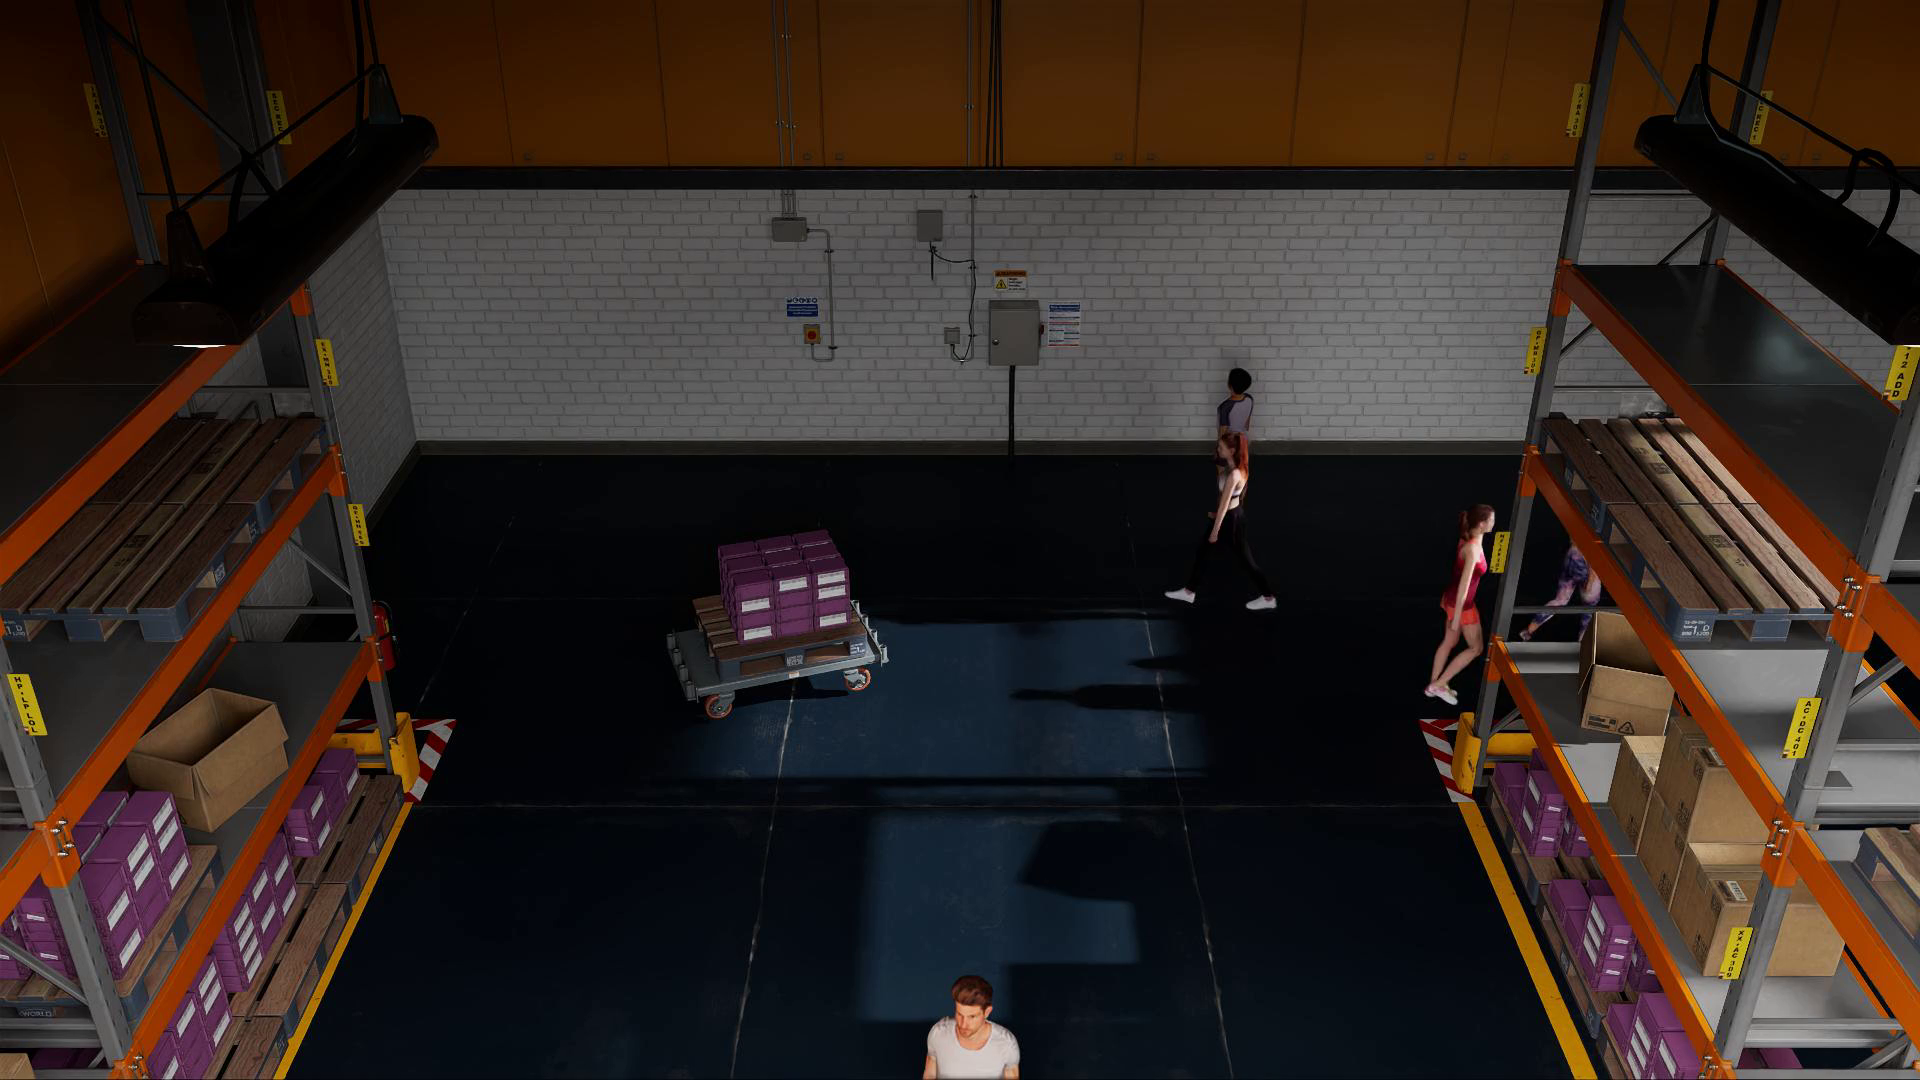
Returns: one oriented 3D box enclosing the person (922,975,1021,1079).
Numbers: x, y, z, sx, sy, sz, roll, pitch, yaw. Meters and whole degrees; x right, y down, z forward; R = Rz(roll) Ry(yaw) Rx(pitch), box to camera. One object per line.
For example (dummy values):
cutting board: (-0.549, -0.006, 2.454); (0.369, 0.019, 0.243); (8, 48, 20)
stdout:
person: (0.054, 2.949, 8.455); (0.702, 1.899, 0.618); (5, 29, 9)

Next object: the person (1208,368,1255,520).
person: (2.612, -0.927, 15.909); (0.650, 1.565, 0.688); (-20, 34, -32)

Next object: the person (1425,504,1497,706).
person: (3.855, 0.513, 13.093); (0.640, 1.733, 0.537); (1, 29, 3)

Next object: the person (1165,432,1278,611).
person: (2.415, -0.098, 14.260); (0.783, 1.690, 1.183); (5, 29, 9)
